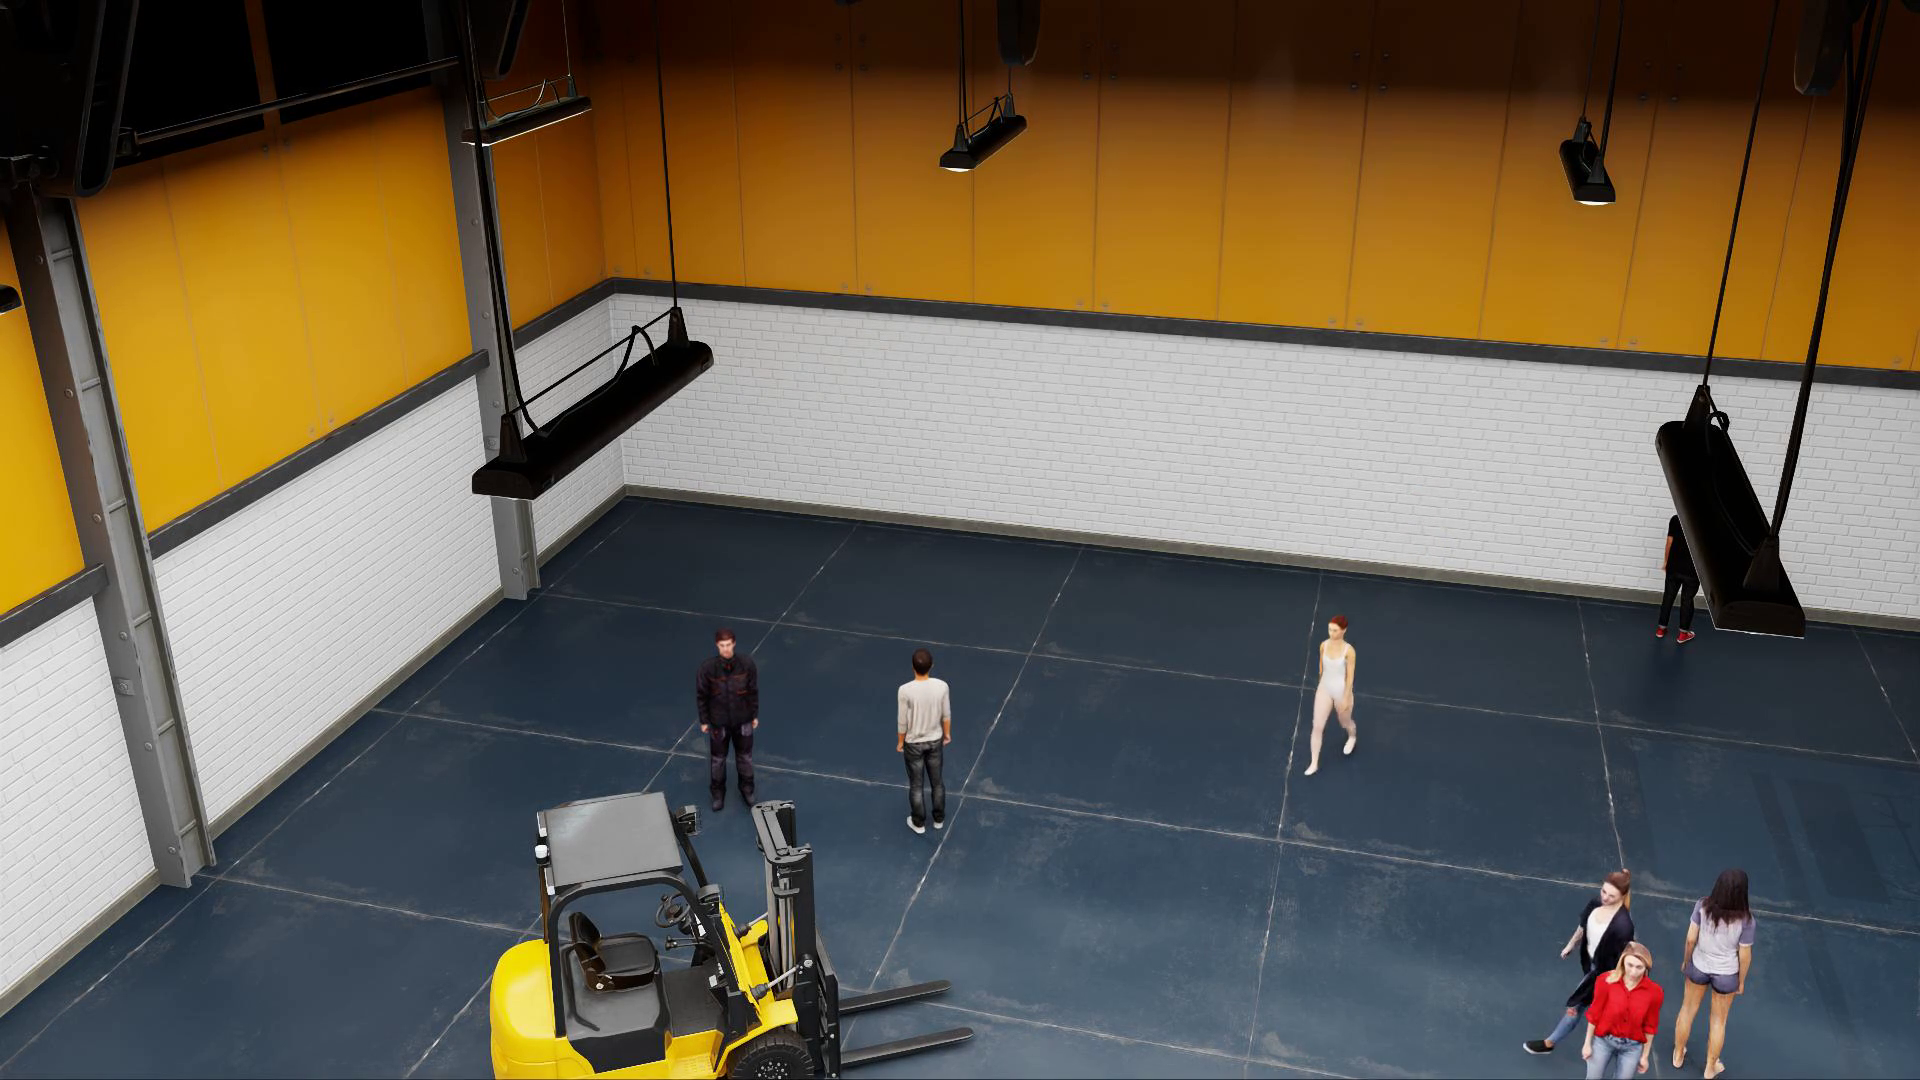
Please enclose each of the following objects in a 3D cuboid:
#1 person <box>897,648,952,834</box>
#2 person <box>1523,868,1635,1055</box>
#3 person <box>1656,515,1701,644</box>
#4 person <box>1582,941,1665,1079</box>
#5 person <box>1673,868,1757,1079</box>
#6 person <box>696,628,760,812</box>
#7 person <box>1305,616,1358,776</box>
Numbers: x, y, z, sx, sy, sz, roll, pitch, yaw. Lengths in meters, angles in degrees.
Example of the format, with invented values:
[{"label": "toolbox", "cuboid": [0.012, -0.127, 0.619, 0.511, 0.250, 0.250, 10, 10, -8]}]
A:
[{"label": "person", "cuboid": [-0.325, 1.810, 15.036, 0.734, 1.811, 0.733, -7, 25, -16]}, {"label": "person", "cuboid": [4.819, 3.138, 12.209, 0.887, 1.641, 1.071, 0, 24, 1]}, {"label": "person", "cuboid": [8.095, 0.293, 18.571, 0.716, 1.758, 0.717, 19, 30, 36]}, {"label": "person", "cuboid": [4.505, 3.456, 11.402, 0.621, 1.704, 0.507, 7, 25, 17]}, {"label": "person", "cuboid": [5.484, 3.133, 12.108, 0.649, 1.733, 0.619, 17, 29, 34]}, {"label": "person", "cuboid": [-2.124, 1.639, 15.393, 0.802, 1.838, 0.777, -6, 24, -14]}, {"label": "person", "cuboid": [3.674, 1.462, 16.082, 0.785, 1.611, 1.091, 15, 28, 31]}]
